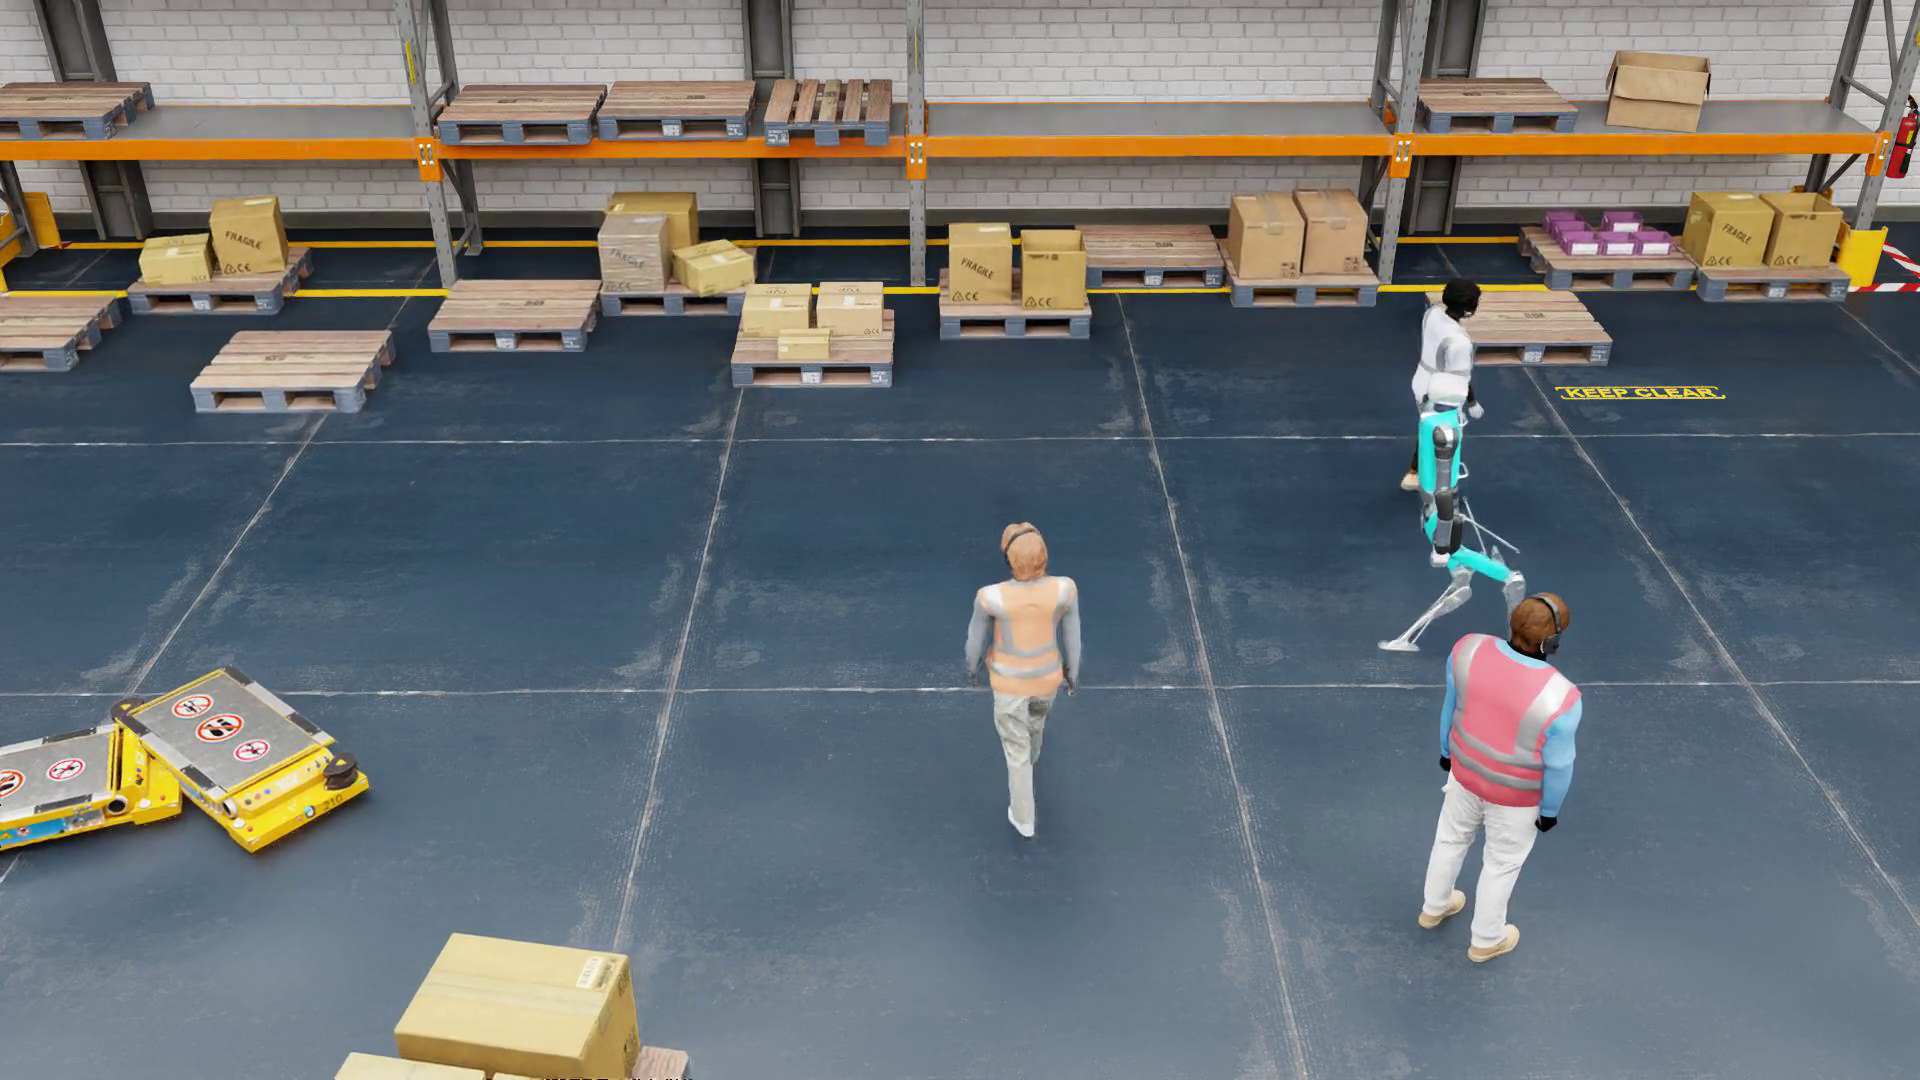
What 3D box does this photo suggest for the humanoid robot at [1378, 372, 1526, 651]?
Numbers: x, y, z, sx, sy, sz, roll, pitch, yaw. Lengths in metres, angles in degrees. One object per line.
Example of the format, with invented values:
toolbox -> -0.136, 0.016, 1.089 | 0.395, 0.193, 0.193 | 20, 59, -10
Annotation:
humanoid robot -> 2.915, -0.072, 9.145 | 0.985, 1.768, 0.535 | 3, 31, 5

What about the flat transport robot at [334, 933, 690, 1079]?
flat transport robot -> -1.626, 2.532, 6.195 | 1.431, 0.231, 0.659 | 5, 31, 8

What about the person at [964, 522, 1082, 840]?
person -> 0.283, 0.619, 8.076 | 0.535, 1.606, 0.787 | -9, 32, -15

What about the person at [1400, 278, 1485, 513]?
person -> 3.094, -0.932, 10.611 | 0.412, 1.658, 0.586 | -8, 32, -13

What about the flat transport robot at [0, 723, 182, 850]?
flat transport robot -> -4.663, 1.279, 8.281 | 1.431, 0.231, 0.659 | -12, 33, -19

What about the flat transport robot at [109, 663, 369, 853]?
flat transport robot -> -3.754, 1.085, 8.604 | 1.431, 0.231, 0.659 | 24, 38, 34

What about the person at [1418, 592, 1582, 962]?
person -> 2.343, 1.020, 7.203 | 0.431, 1.836, 0.628 | -23, 38, -33
